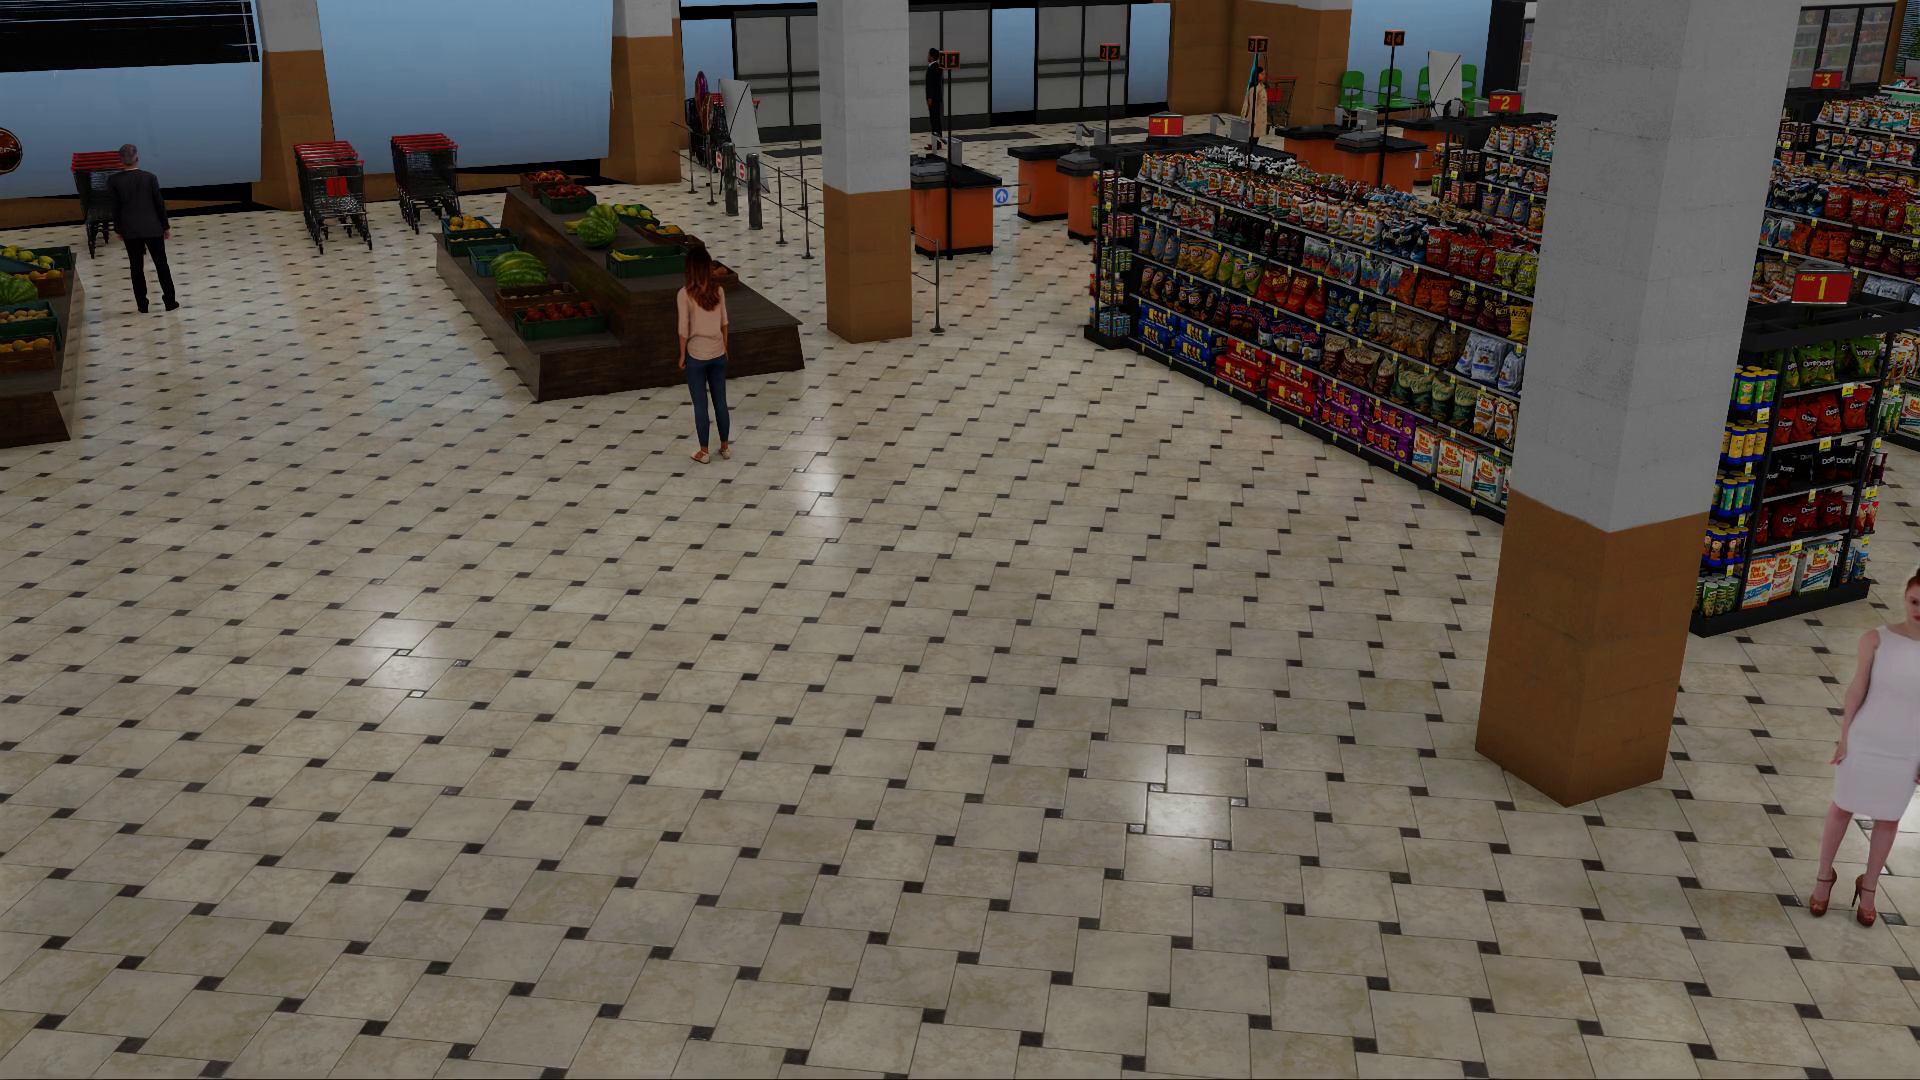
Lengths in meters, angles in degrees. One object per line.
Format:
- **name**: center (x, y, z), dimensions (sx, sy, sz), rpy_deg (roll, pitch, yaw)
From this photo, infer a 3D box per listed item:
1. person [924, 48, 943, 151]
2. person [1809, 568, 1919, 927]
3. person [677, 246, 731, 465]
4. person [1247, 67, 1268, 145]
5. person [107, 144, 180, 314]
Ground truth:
- **person**: center (-0.449, -7.732, 29.166), dimensions (0.769, 1.725, 0.682), rpy_deg (5, 23, 13)
- **person**: center (4.179, 0.937, 7.502), dimensions (0.608, 1.791, 0.692), rpy_deg (10, 24, 24)
- **person**: center (-2.079, -1.510, 13.591), dimensions (0.607, 1.792, 0.548), rpy_deg (-13, 25, -29)
- **person**: center (4.759, -6.762, 26.810), dimensions (0.731, 1.682, 0.705), rpy_deg (11, 24, 26)
- **person**: center (-9.016, -3.438, 18.324), dimensions (0.720, 1.841, 0.573), rpy_deg (-9, 24, -21)
